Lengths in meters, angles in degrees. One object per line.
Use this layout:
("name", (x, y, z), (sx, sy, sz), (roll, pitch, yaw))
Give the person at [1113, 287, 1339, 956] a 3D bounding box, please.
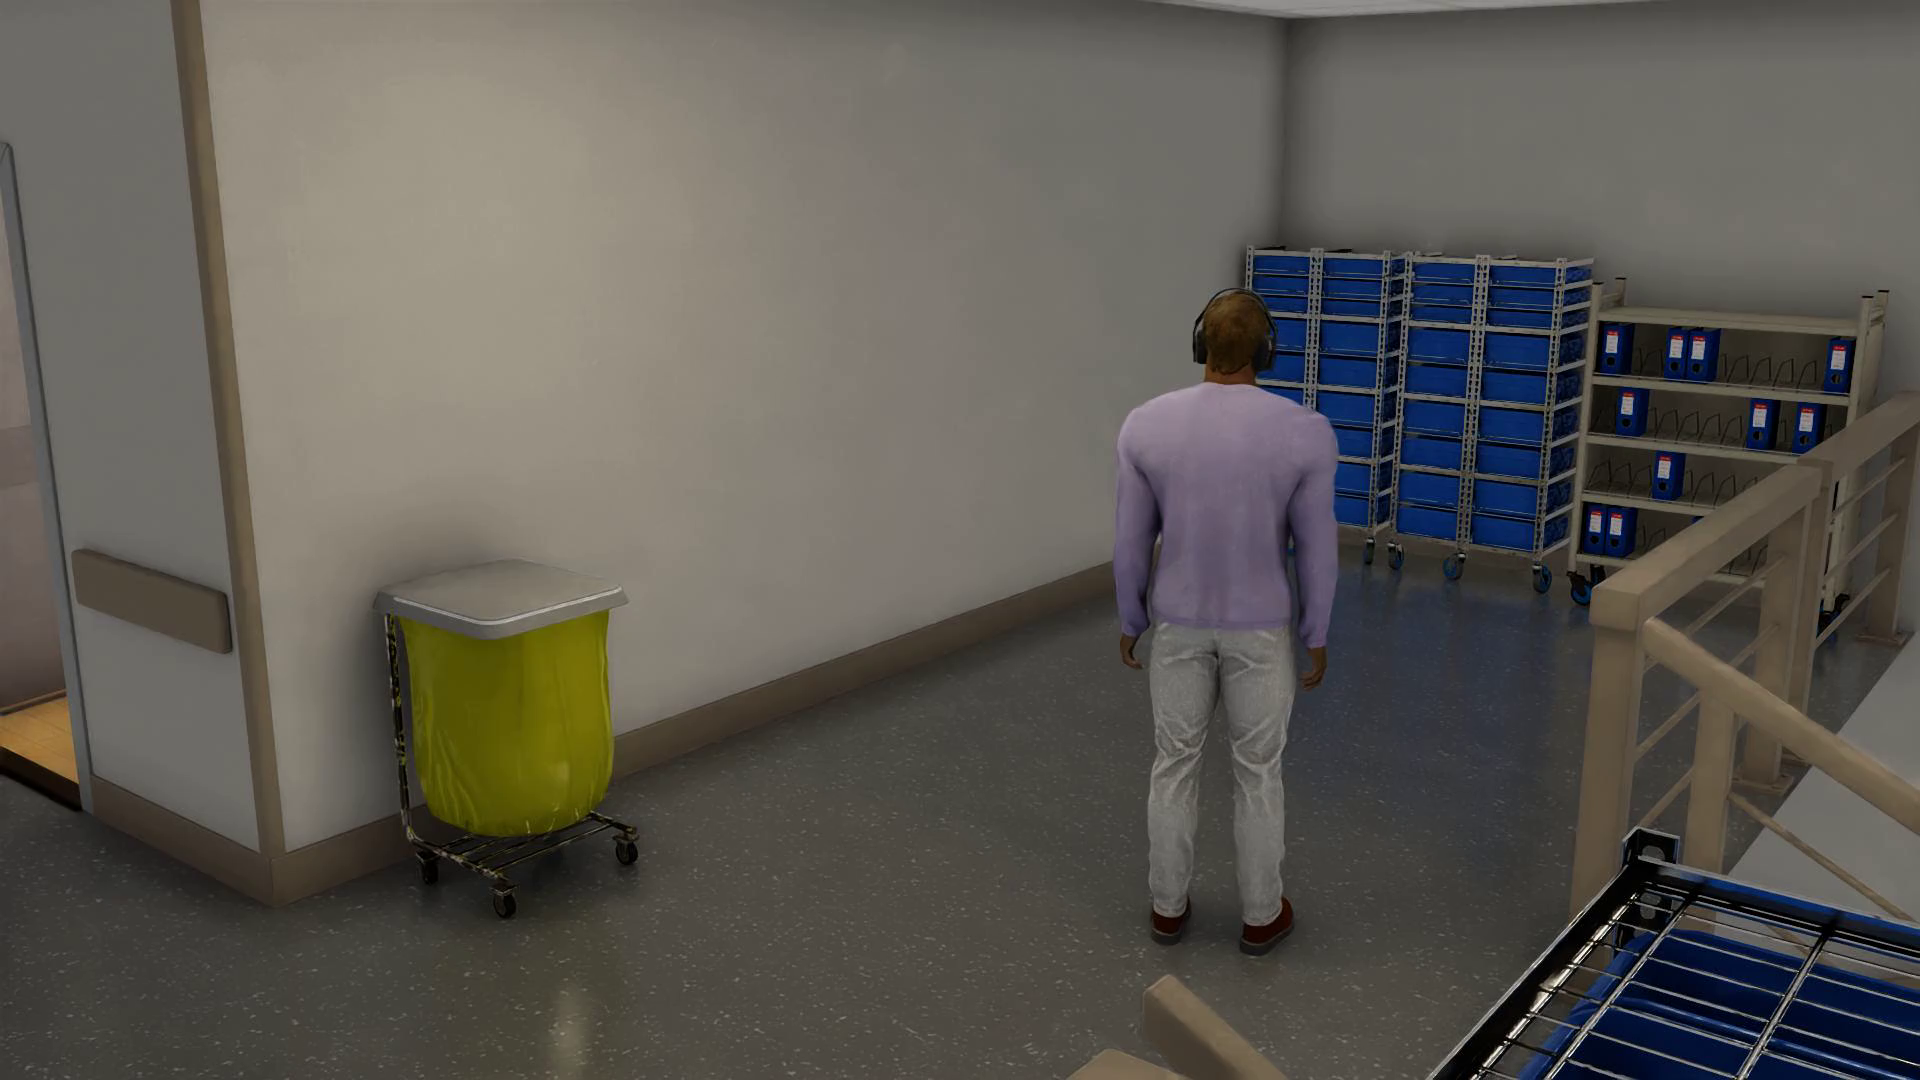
("person", (0.757, 0.249, 4.801), (0.635, 1.937, 0.353), (4, 14, 17))
